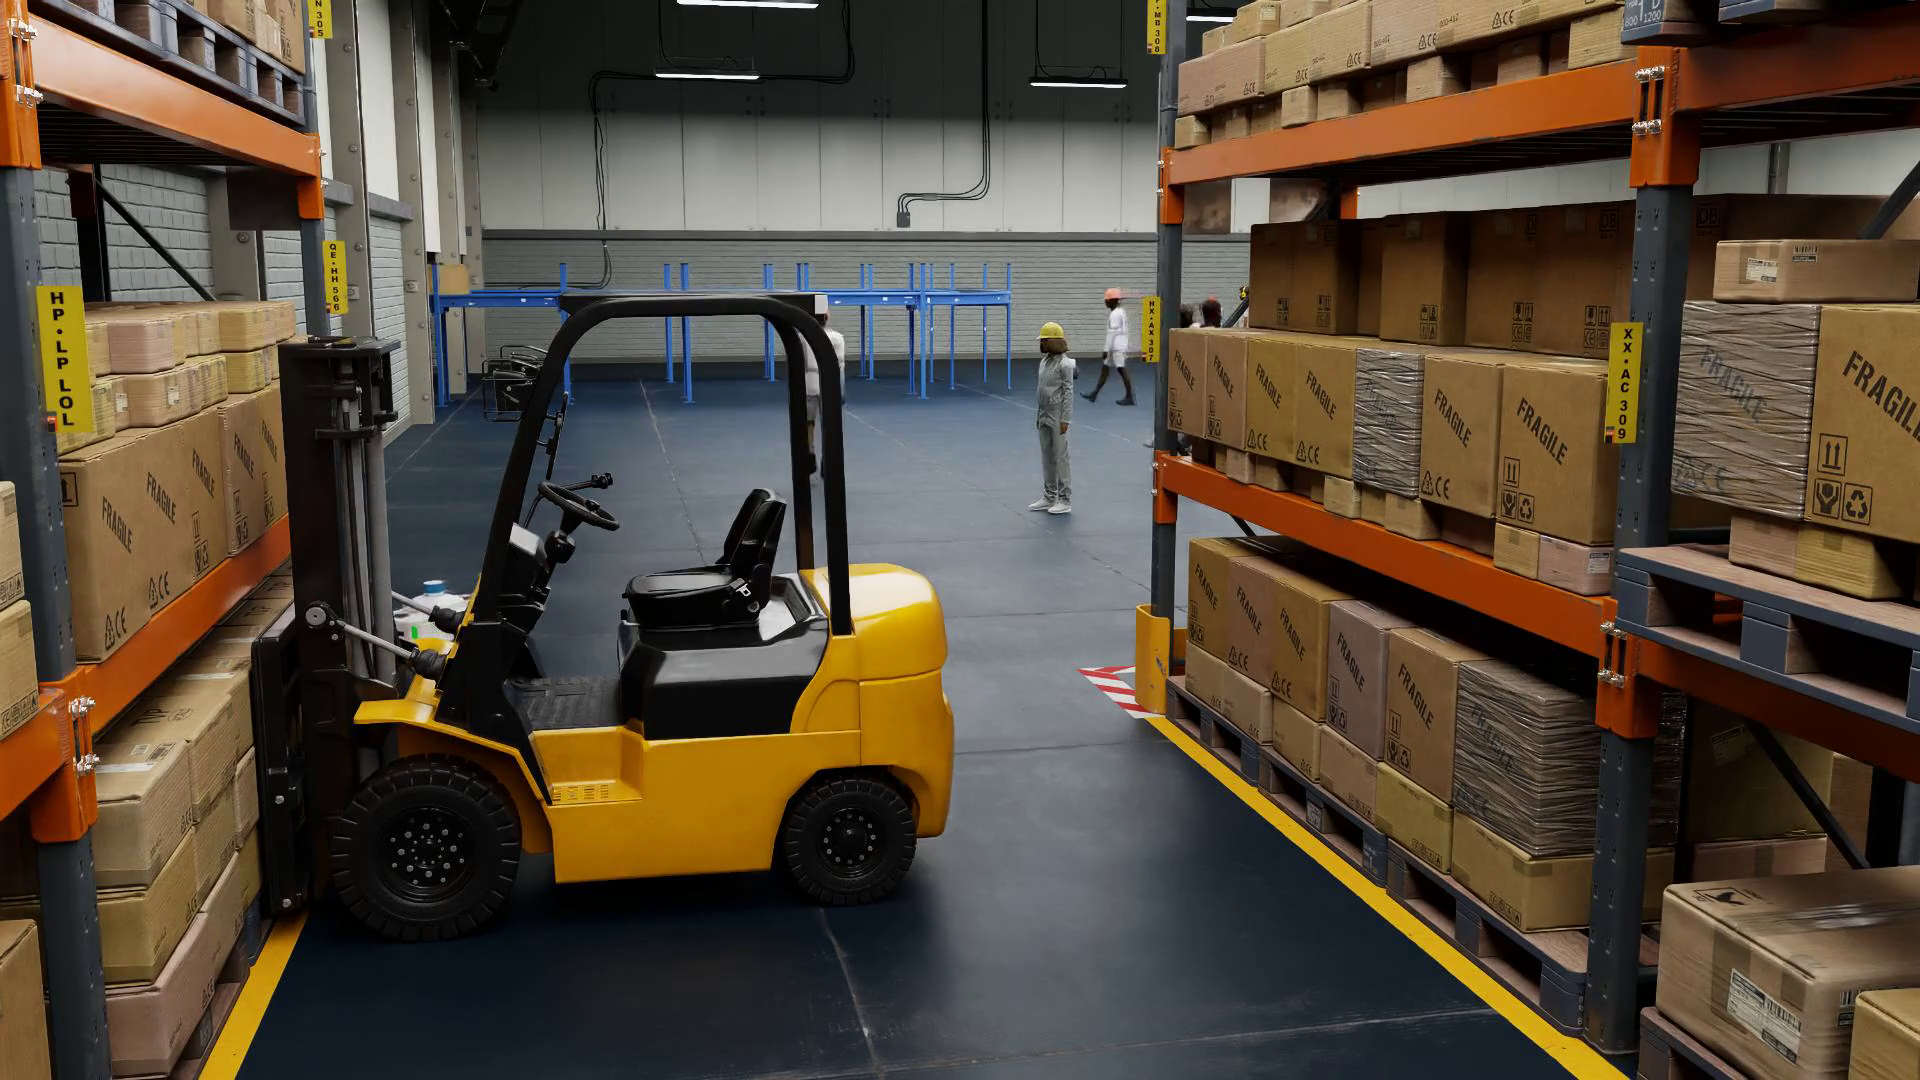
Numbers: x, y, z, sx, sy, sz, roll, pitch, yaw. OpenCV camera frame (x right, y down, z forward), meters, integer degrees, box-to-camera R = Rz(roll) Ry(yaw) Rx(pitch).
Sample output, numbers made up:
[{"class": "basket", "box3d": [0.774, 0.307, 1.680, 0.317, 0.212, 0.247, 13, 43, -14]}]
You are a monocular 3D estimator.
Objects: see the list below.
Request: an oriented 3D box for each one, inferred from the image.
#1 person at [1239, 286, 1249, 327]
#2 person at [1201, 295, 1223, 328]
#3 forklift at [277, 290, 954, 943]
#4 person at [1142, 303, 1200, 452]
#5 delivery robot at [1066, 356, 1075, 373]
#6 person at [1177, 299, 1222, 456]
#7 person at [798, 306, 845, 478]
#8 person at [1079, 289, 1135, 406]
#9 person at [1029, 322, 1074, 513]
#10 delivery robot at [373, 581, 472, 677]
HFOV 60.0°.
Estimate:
[{"class": "person", "box3d": [5.679, -4.109, 33.115, 0.310, 1.868, 0.532, 4, 10, 24]}, {"class": "person", "box3d": [5.482, -4.509, 36.253, 0.513, 1.639, 0.311, -1, 9, -9]}, {"class": "forklift", "box3d": [-1.179, 0.175, 6.143, 2.313, 2.155, 1.214, -2, 10, -12]}, {"class": "person", "box3d": [2.643, -1.965, 20.229, 0.857, 1.812, 0.633, -6, 11, -32]}, {"class": "delivery robot", "box3d": [2.035, -3.583, 33.747, 0.477, 0.478, 0.707, -5, 11, -27]}, {"class": "person", "box3d": [2.720, -1.723, 18.472, 0.720, 1.904, 0.600, -4, 10, -21]}, {"class": "person", "box3d": [-1.503, -1.616, 17.773, 0.554, 1.924, 0.555, 0, 9, -1]}, {"class": "person", "box3d": [2.429, -3.152, 27.208, 0.962, 1.888, 0.573, 1, 9, 8]}, {"class": "person", "box3d": [0.843, -1.124, 15.301, 0.301, 1.743, 0.493, -5, 11, -29]}, {"class": "delivery robot", "box3d": [-2.863, 0.466, 9.071, 0.477, 0.478, 0.707, 4, 10, 22]}]
